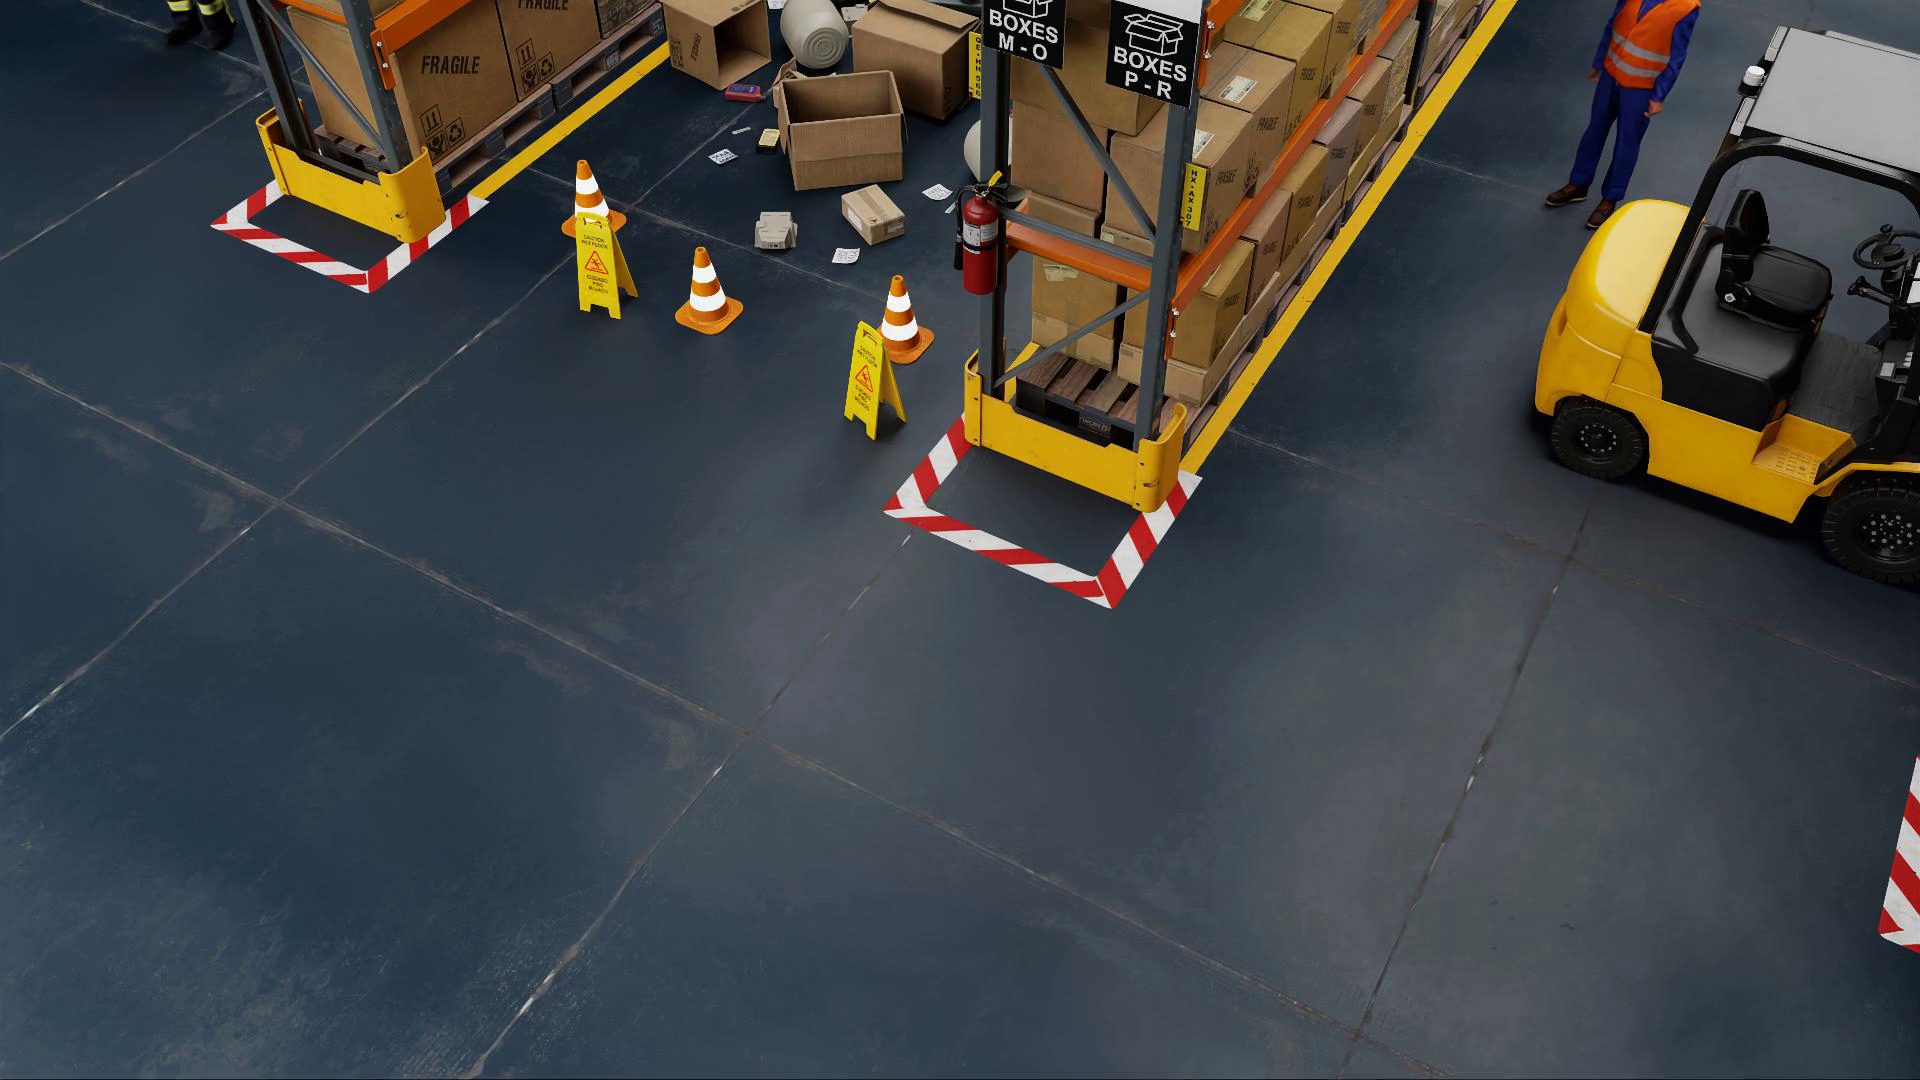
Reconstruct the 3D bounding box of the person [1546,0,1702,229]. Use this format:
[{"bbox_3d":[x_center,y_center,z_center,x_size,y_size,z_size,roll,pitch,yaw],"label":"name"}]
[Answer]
[{"bbox_3d":[3.963,-2.725,9.820,0.740,1.864,0.763,-30,54,-25],"label":"person"}]
